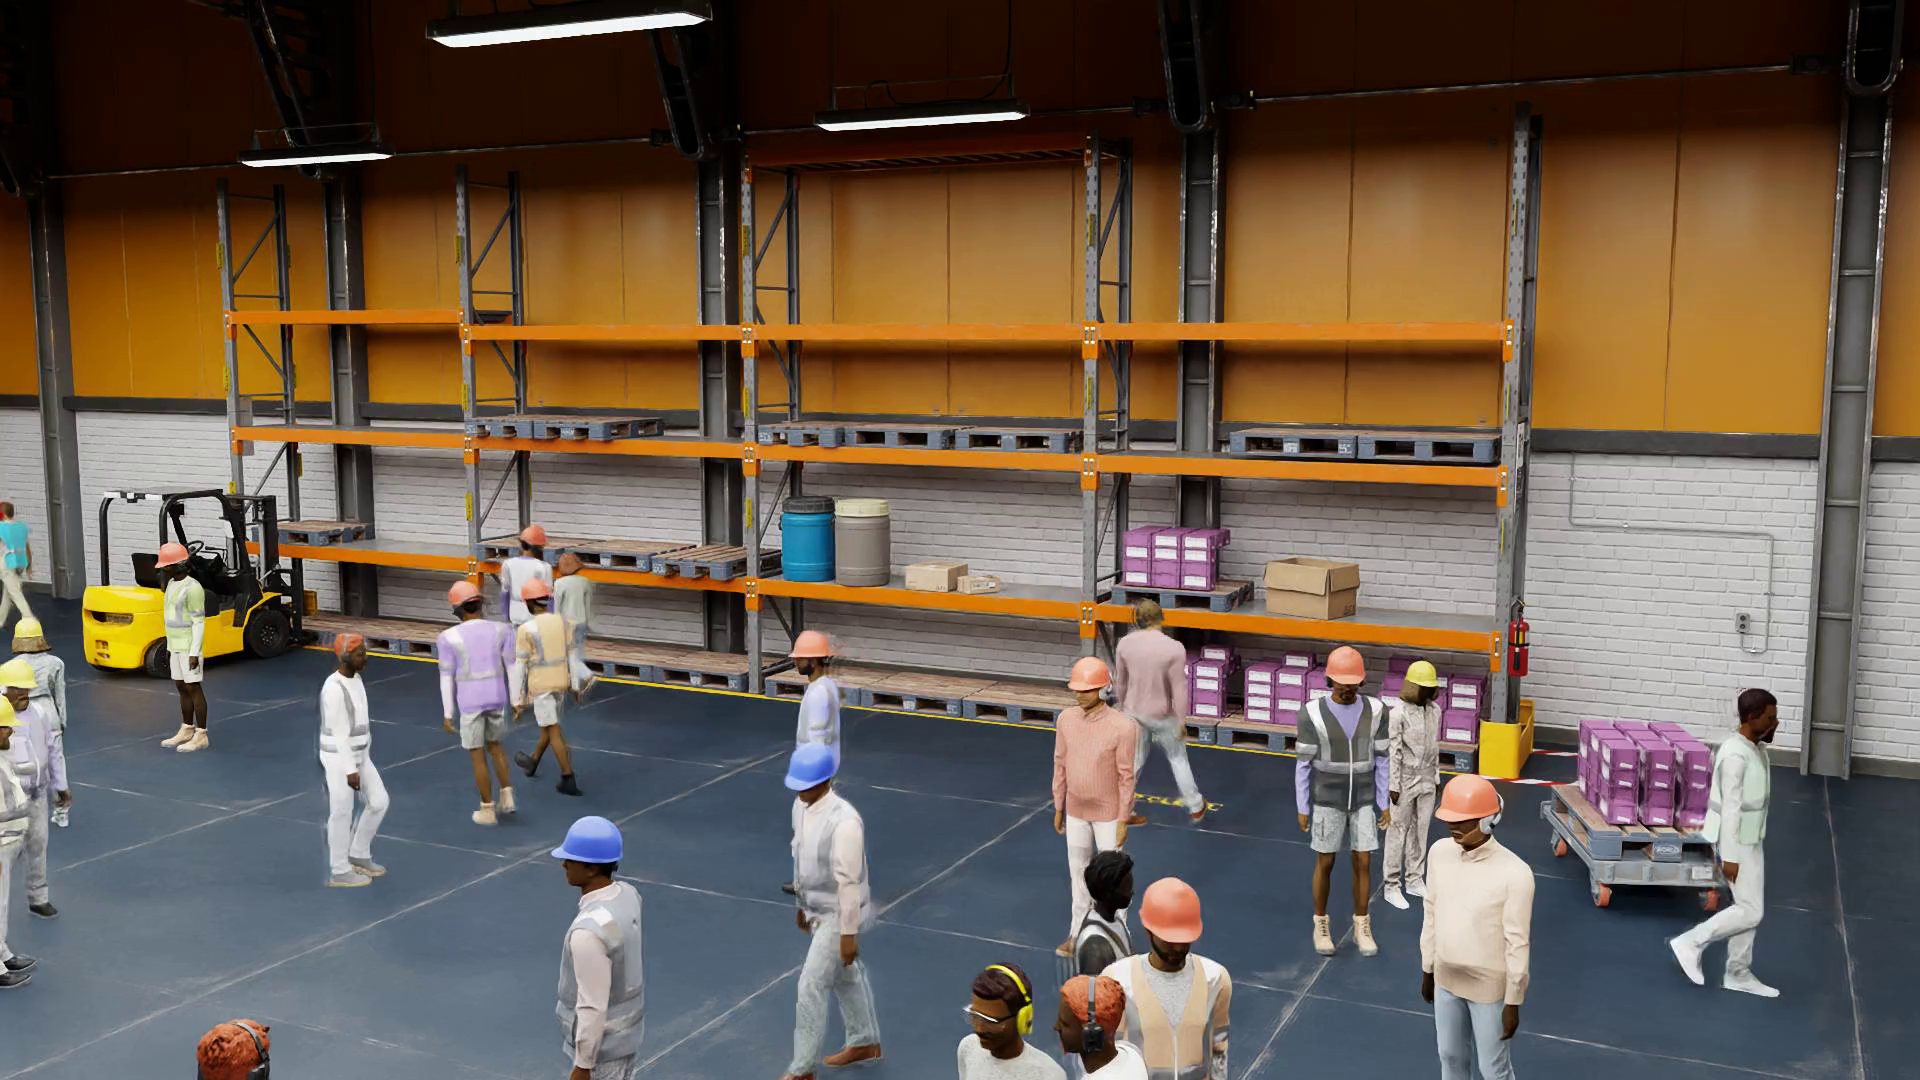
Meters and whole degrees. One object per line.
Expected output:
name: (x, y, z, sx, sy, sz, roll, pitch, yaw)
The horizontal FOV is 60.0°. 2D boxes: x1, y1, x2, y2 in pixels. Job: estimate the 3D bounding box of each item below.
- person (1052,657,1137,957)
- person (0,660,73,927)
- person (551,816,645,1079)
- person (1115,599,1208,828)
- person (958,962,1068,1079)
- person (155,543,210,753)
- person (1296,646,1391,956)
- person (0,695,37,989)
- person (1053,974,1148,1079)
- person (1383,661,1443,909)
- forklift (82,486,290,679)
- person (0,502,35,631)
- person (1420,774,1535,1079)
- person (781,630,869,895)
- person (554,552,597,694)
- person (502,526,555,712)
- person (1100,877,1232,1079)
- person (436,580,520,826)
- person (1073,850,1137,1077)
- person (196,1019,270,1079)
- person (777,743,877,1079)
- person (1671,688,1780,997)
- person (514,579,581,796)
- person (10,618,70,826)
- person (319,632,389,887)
person: (0.838, 1.719, 10.603, 0.610, 1.987, 0.398, 5, 9, 37)
person: (-6.412, 1.711, 11.325, 0.431, 1.815, 0.604, 2, 7, 17)
person: (-1.549, 2.145, 7.205, 0.378, 1.950, 0.610, 0, 7, 3)
person: (1.623, 1.406, 13.610, 0.669, 1.879, 0.780, 5, 8, 35)
person: (0.159, 2.364, 5.780, 0.323, 1.861, 0.514, -7, 10, -44)
person: (-7.521, 1.032, 16.064, 0.605, 2.034, 0.390, 6, 9, 41)
person: (2.477, 1.680, 10.738, 0.612, 2.029, 0.409, 0, 7, -4)
person: (-5.931, 1.849, 10.206, 0.403, 1.817, 0.605, -4, 8, -28)
person: (0.487, 2.375, 5.624, 0.348, 1.876, 0.576, 2, 7, 18)
person: (3.212, 1.705, 11.697, 0.494, 1.741, 0.309, -4, 8, -32)
forklift: (-9.426, 0.454, 20.179, 1.214, 2.155, 2.313, 3, 8, 26)
person: (-12.845, 0.378, 22.459, 0.960, 1.795, 0.570, 1, 7, 11)
person: (2.375, 2.060, 7.766, 0.400, 1.986, 0.614, -4, 8, -32)
person: (-0.987, 1.596, 11.830, 0.524, 1.927, 0.559, 0, 7, -2)
person: (-4.283, 0.940, 18.493, 0.566, 1.620, 0.532, 5, 8, 34)
person: (-4.625, 0.842, 17.768, 0.692, 2.001, 0.712, 2, 7, 13)
person: (0.792, 2.253, 6.439, 0.553, 1.934, 0.375, -1, 7, -11)
person: (-3.969, 1.336, 13.663, 0.619, 2.008, 0.553, -6, 9, -40)
person: (0.609, 2.225, 7.580, 0.600, 1.682, 0.541, 2, 7, 14)
person: (-2.247, 2.424, 5.212, 0.583, 1.879, 0.361, 2, 7, 19)
person: (-0.751, 1.984, 8.766, 0.848, 1.891, 0.675, -4, 8, -31)
person: (4.697, 1.823, 10.069, 0.494, 1.901, 0.611, 5, 9, 38)
person: (-3.708, 1.277, 14.678, 1.012, 1.872, 0.558, 5, 9, 38)
person: (-7.496, 1.494, 13.480, 0.335, 1.734, 0.480, 5, 8, 35)
person: (-4.384, 1.600, 12.066, 0.496, 1.871, 0.579, 0, 7, 2)
